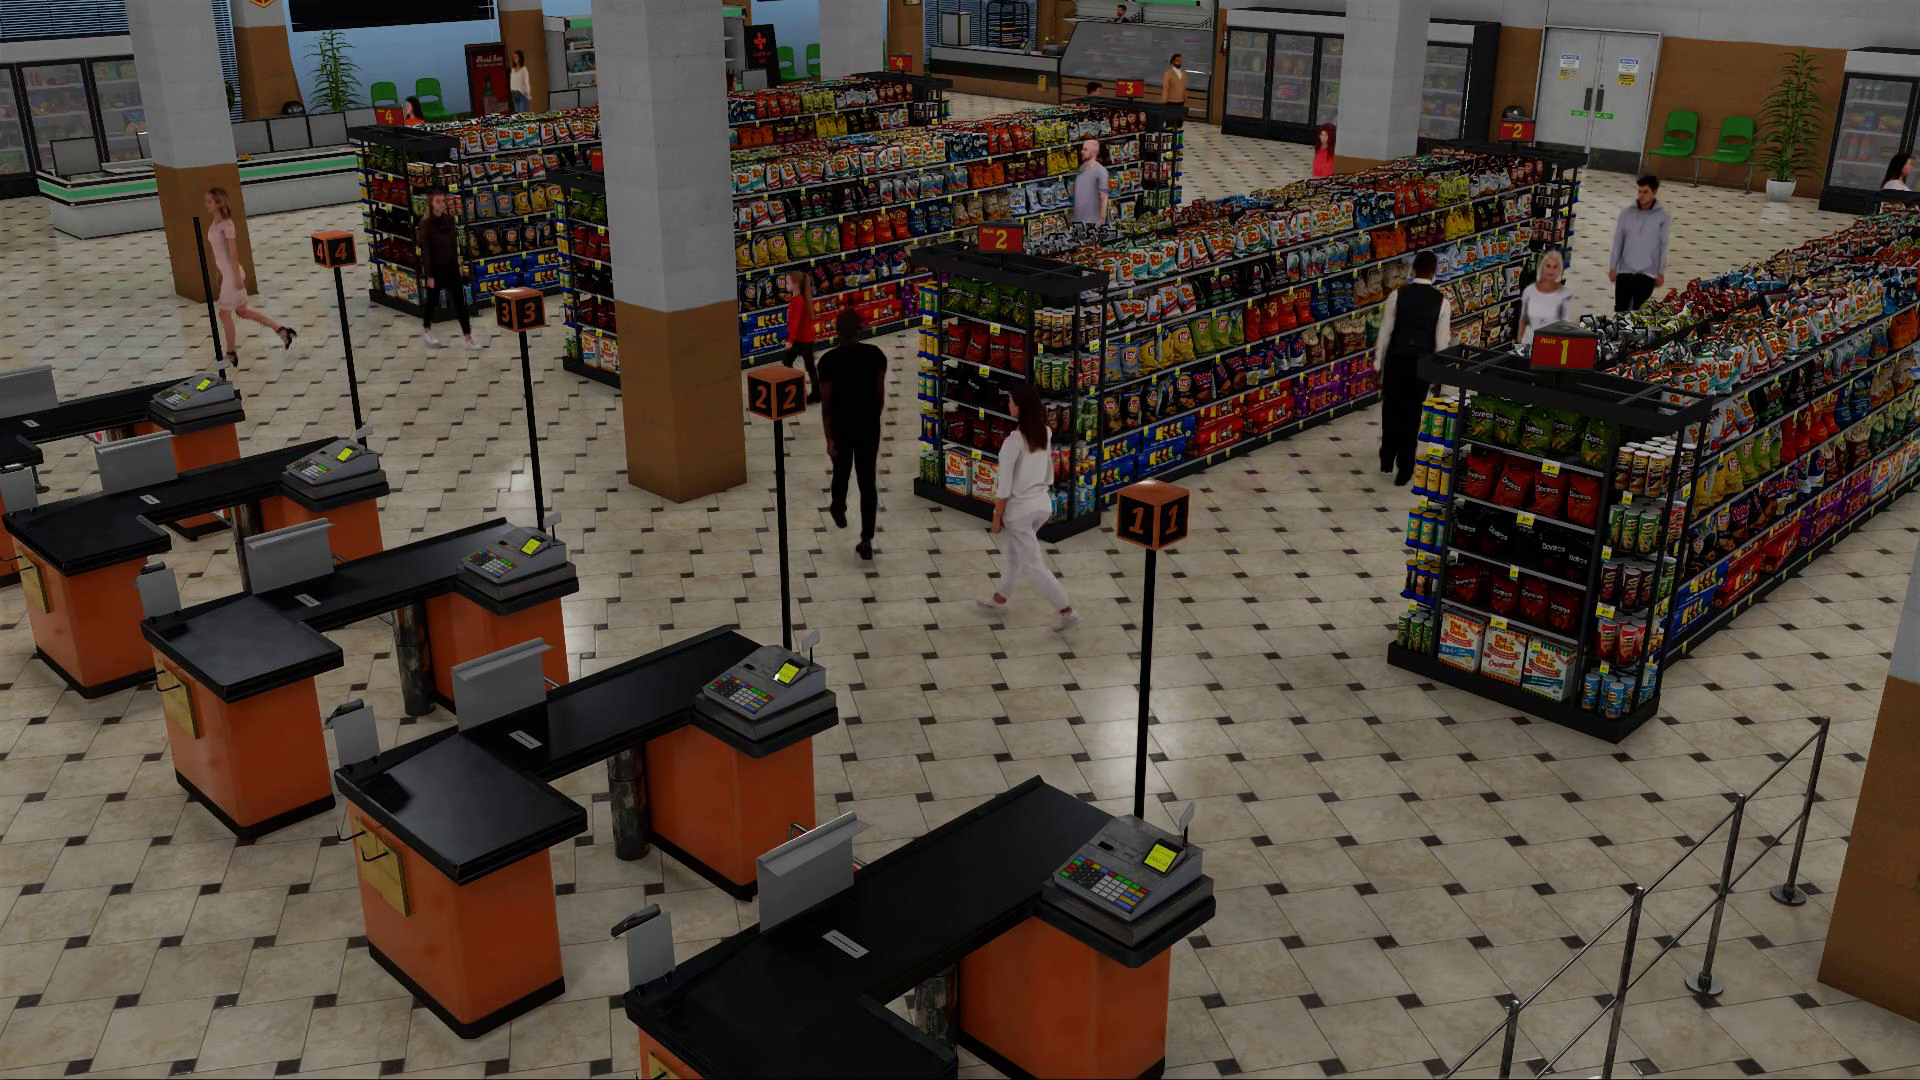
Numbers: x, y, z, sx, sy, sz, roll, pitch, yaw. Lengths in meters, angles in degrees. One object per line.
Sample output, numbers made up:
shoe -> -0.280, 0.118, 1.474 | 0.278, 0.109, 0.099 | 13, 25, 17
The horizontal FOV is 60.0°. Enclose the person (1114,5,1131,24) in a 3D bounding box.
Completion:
person -> 3.721, -11.421, 38.505 | 0.568, 1.868, 0.623 | -20, 29, -40

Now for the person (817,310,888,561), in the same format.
person -> -0.736, -0.722, 12.011 | 1.240, 1.769, 1.134 | -5, 23, -13

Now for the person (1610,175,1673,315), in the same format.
person -> 6.886, -2.750, 16.866 | 0.871, 1.914, 1.020 | 10, 24, 24

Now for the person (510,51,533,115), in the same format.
person -> -7.992, -8.127, 30.584 | 0.679, 1.662, 0.952 | 17, 27, 35

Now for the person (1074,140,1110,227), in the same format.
person -> 1.520, -3.765, 19.492 | 0.654, 1.837, 0.721 | -14, 26, -30

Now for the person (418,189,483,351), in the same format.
person -> -5.448, -2.794, 17.314 | 0.768, 1.659, 1.065 | 17, 28, 36

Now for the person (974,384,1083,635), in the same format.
person -> 0.493, -0.170, 10.791 | 0.762, 1.654, 1.074 | 16, 27, 34

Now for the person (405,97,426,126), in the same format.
person -> -7.721, -5.460, 23.846 | 0.649, 1.738, 0.760 | 17, 27, 36

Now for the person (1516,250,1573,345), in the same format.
person -> 5.015, -1.649, 14.352 | 0.700, 1.744, 0.791 | 11, 25, 26

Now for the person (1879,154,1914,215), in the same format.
person -> 10.890, -3.698, 19.537 | 0.821, 1.680, 0.681 | 10, 24, 23

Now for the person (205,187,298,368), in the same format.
person -> -7.215, -2.632, 16.718 | 1.114, 1.805, 0.764 | -12, 25, -28

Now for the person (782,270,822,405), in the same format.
person -> -1.428, -1.891, 15.601 | 0.802, 1.261, 0.660 | -9, 24, -22

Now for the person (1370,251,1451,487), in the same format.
person -> 3.602, -1.349, 13.396 | 0.876, 1.899, 0.889 | 9, 24, 22

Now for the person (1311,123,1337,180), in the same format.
person -> 4.642, -4.316, 20.906 | 0.853, 1.806, 0.692 | -13, 25, -30

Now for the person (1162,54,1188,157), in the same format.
person -> 3.746, -7.681, 29.367 | 0.834, 1.741, 0.817 | -13, 25, -30
